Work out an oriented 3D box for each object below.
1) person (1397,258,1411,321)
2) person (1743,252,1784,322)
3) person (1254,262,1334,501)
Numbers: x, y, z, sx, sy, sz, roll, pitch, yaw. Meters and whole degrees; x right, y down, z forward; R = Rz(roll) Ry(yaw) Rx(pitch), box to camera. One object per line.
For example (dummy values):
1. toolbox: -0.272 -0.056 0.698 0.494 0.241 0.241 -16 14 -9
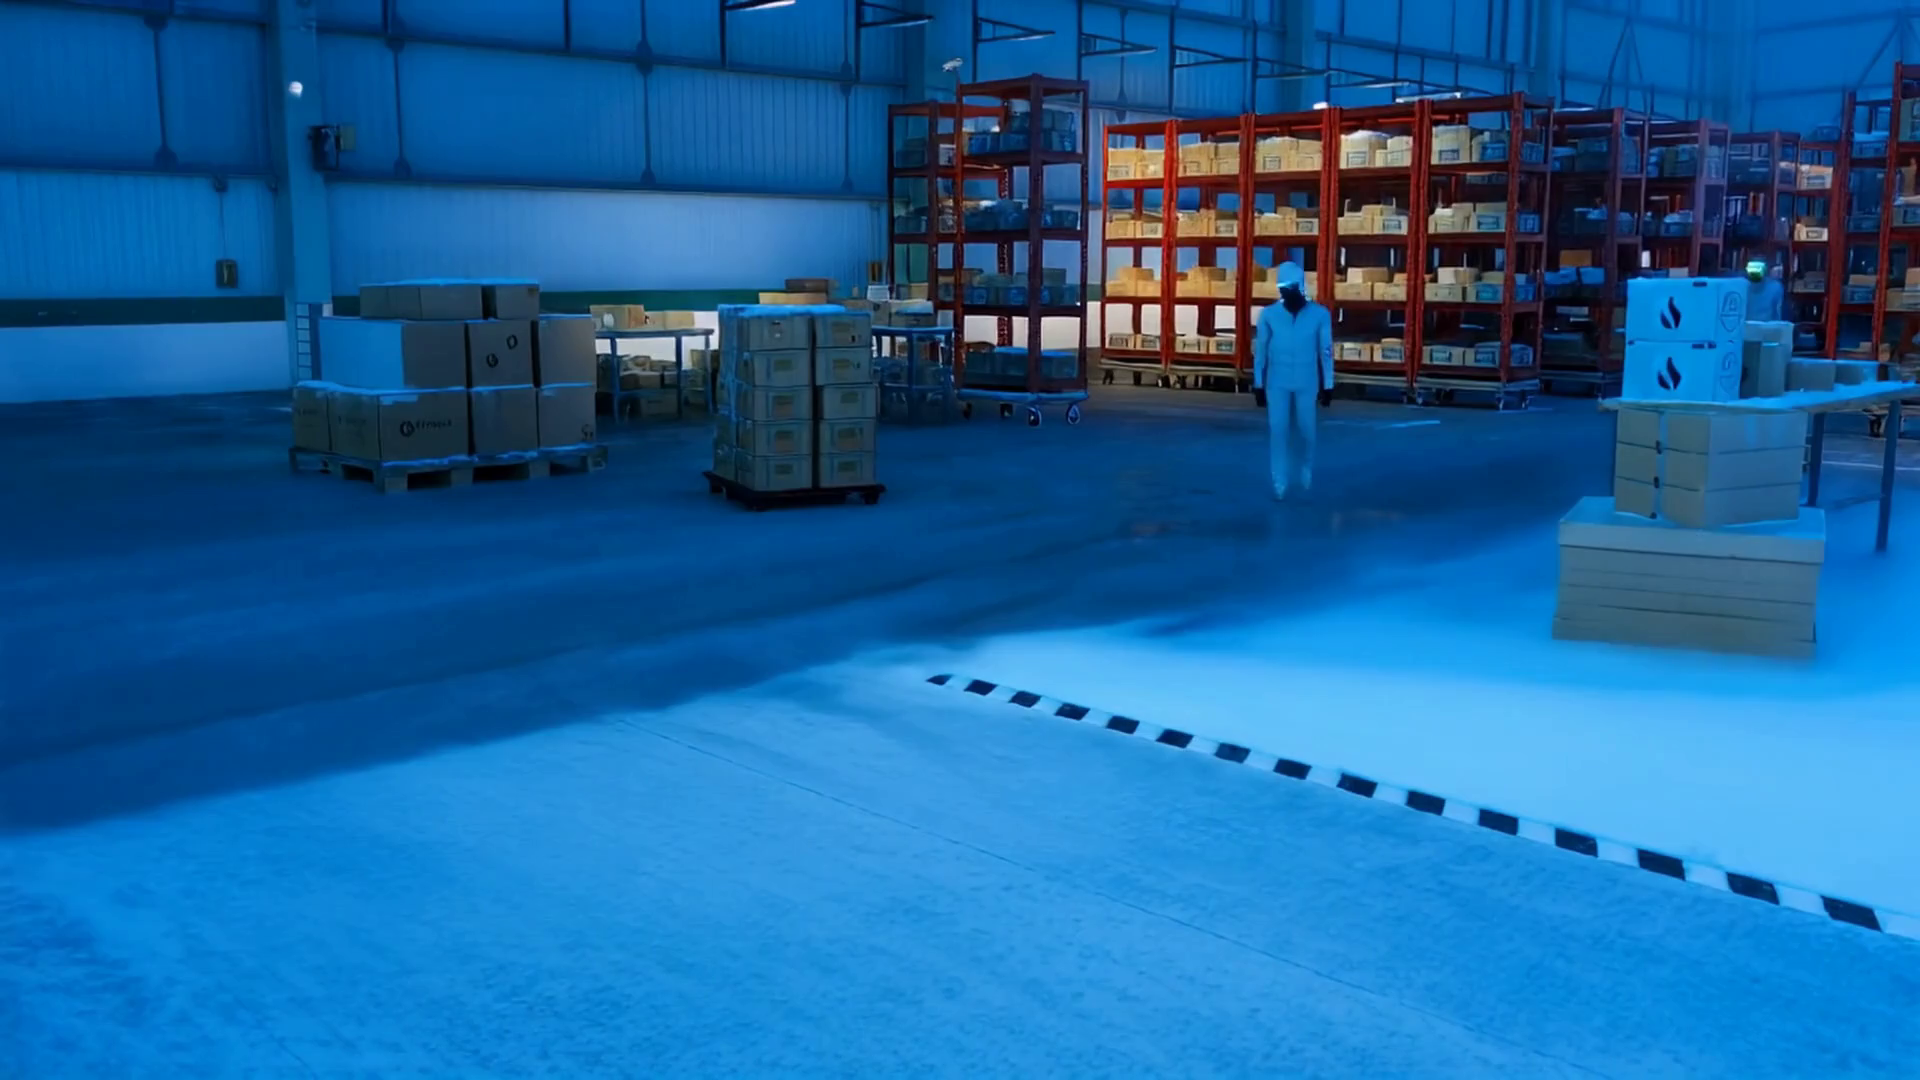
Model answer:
1. person: 8.676 -4.589 32.394 0.633 1.811 0.532 7 11 34
2. person: 8.673 -2.228 18.190 0.570 1.820 0.838 5 10 26
3. person: 2.432 -1.167 12.134 0.578 1.715 0.779 2 10 11
